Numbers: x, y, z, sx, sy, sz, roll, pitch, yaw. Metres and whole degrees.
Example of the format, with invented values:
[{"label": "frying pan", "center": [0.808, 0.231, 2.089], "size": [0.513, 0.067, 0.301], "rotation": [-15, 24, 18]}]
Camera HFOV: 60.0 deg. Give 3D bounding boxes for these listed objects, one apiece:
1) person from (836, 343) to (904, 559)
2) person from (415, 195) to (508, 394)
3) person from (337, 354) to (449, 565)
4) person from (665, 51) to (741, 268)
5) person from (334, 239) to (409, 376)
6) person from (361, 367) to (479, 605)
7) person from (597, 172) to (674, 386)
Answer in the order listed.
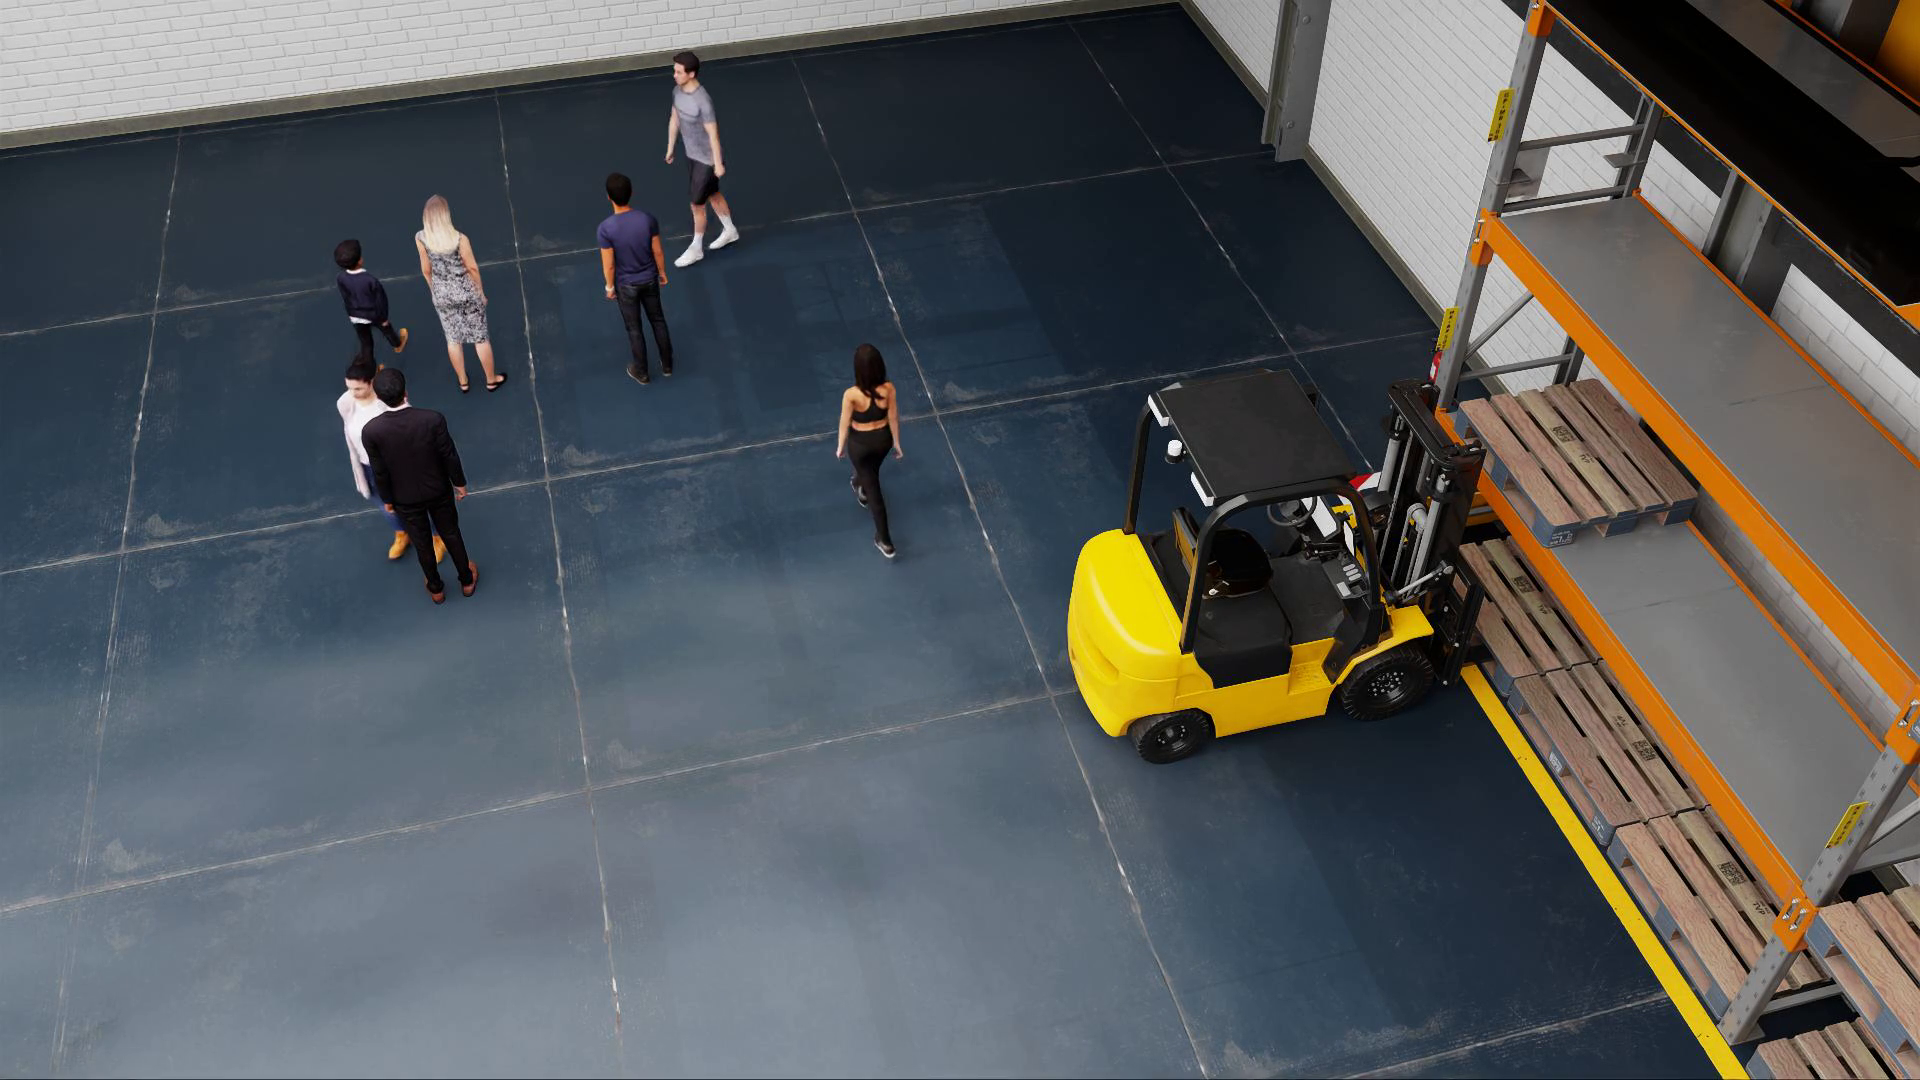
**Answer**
[{"label": "person", "center": [-0.590, -0.583, 11.393], "size": [0.692, 1.600, 1.097], "rotation": [-17, 46, -17]}, {"label": "person", "center": [-3.831, -1.849, 12.648], "size": [0.629, 1.703, 0.595], "rotation": [2, 44, 3]}, {"label": "person", "center": [-3.842, -0.560, 11.268], "size": [0.789, 1.740, 0.794], "rotation": [8, 44, 8]}, {"label": "person", "center": [-2.086, -3.265, 14.029], "size": [0.948, 1.848, 0.985], "rotation": [-26, 50, -25]}, {"label": "person", "center": [-4.626, -1.748, 12.907], "size": [0.692, 1.199, 0.883], "rotation": [5, 44, 5]}, {"label": "person", "center": [-3.553, -0.342, 10.937], "size": [0.720, 1.881, 0.573], "rotation": [-15, 46, -15]}, {"label": "person", "center": [-2.479, -1.986, 12.730], "size": [0.704, 1.788, 0.623], "rotation": [-22, 48, -21]}]
